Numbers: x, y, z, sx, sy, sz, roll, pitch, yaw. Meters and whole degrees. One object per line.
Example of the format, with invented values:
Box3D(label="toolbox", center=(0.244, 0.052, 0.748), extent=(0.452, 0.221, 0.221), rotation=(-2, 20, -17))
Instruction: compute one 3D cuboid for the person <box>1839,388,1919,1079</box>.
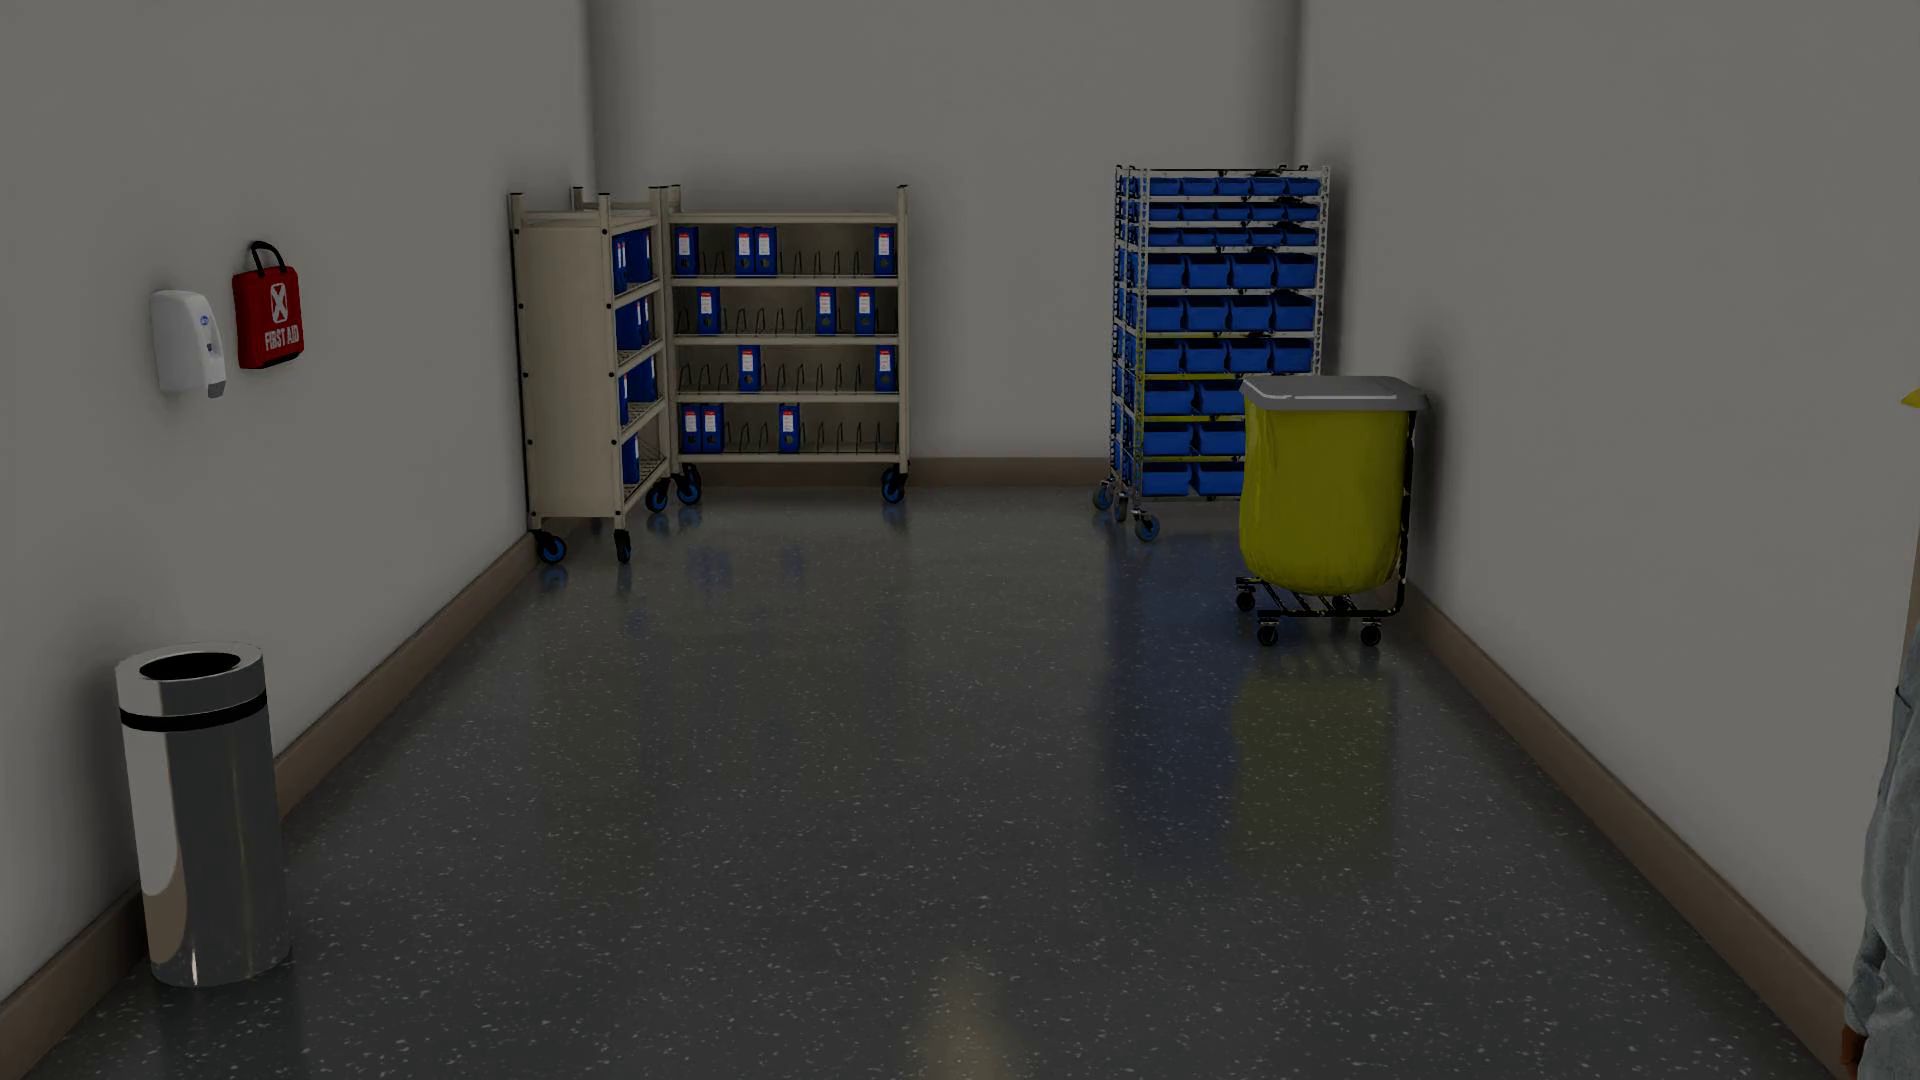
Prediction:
Box3D(label="person", center=(1.079, 0.578, 1.755), extent=(0.320, 1.742, 0.492), rotation=(0, 13, 0))
